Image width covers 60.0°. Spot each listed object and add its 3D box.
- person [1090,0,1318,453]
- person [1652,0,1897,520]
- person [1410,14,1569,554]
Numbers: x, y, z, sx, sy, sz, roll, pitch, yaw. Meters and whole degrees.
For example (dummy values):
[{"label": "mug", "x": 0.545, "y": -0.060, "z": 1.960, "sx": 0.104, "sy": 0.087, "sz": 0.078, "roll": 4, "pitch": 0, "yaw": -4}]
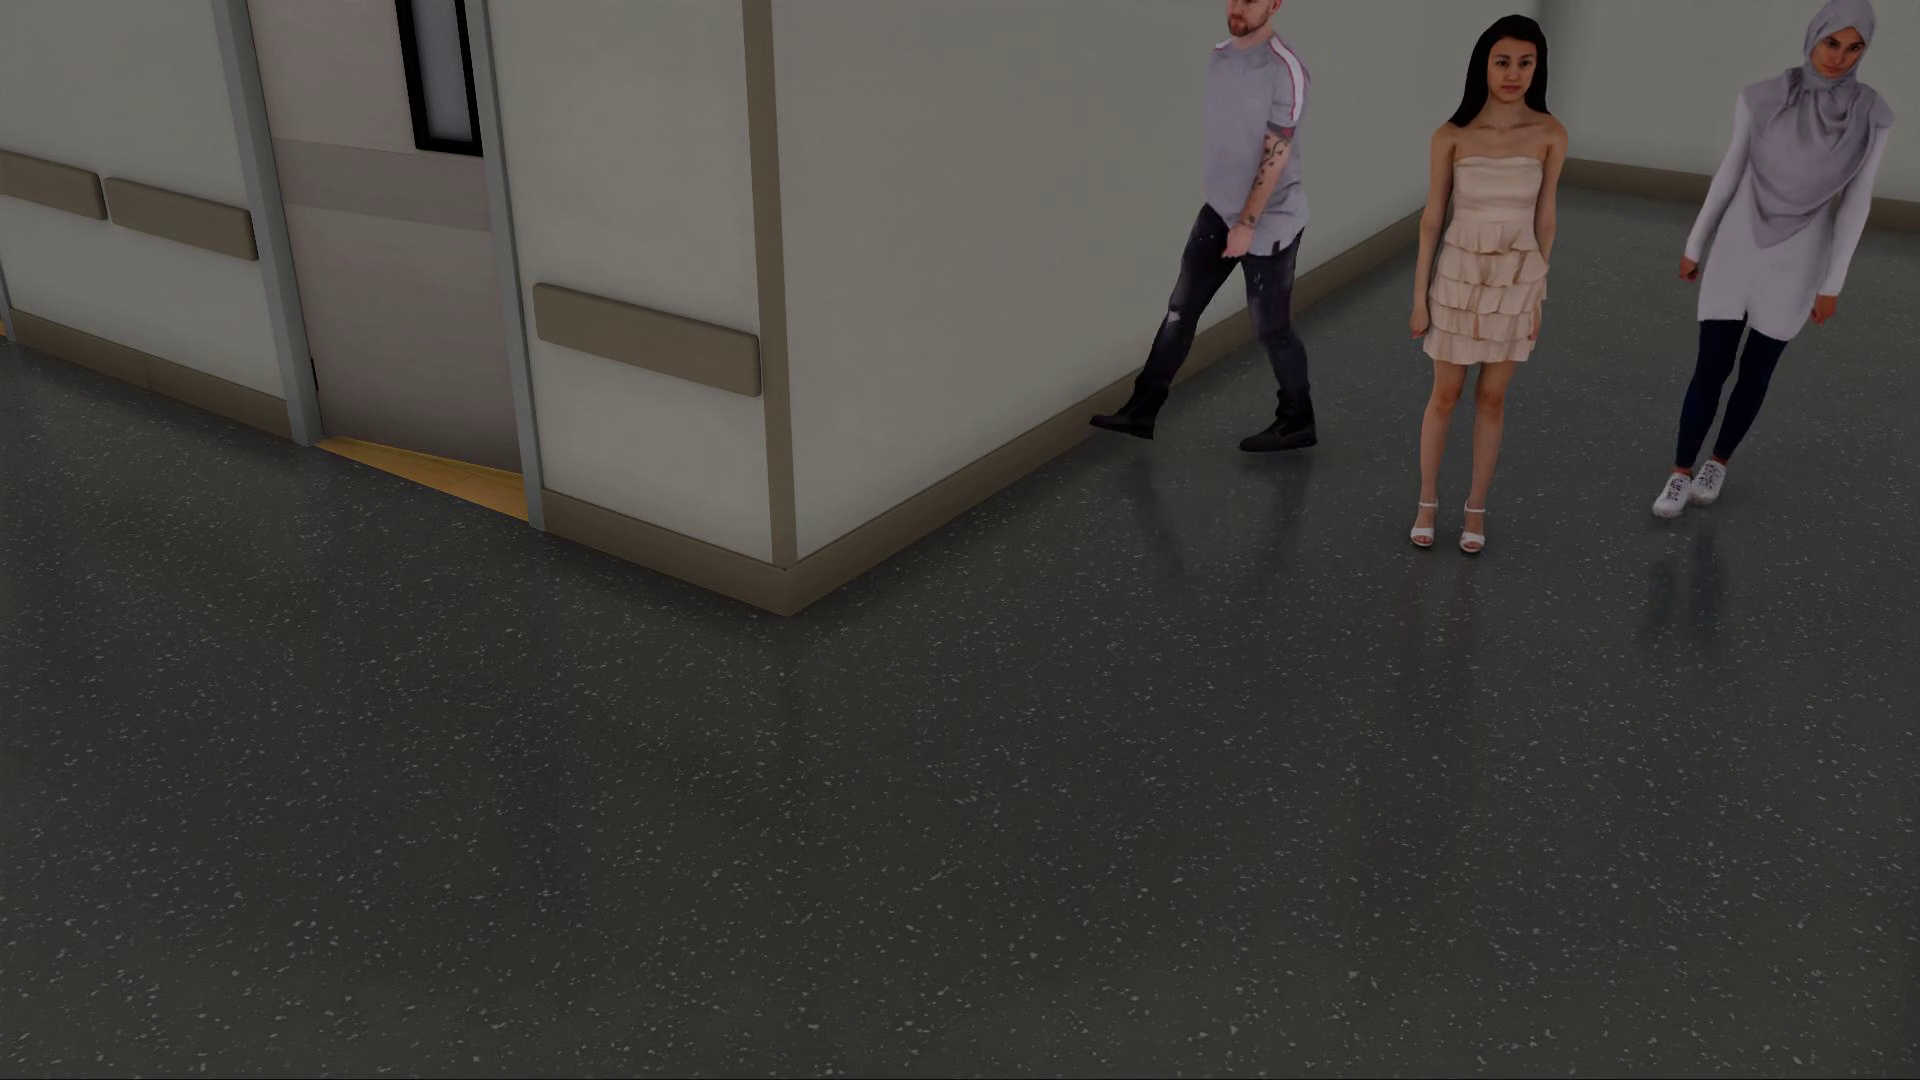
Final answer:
[{"label": "person", "x": 1.127, "y": -1.125, "z": 5.940, "sx": 1.207, "sy": 1.788, "sz": 1.041, "roll": -10, "pitch": 27, "yaw": -19}, {"label": "person", "x": 2.731, "y": -0.929, "z": 5.580, "sx": 0.726, "sy": 1.748, "sz": 0.771, "roll": 16, "pitch": 30, "yaw": 30}, {"label": "person", "x": 1.657, "y": -0.772, "z": 5.271, "sx": 0.641, "sy": 1.734, "sz": 0.652, "roll": 4, "pitch": 26, "yaw": 9}]
